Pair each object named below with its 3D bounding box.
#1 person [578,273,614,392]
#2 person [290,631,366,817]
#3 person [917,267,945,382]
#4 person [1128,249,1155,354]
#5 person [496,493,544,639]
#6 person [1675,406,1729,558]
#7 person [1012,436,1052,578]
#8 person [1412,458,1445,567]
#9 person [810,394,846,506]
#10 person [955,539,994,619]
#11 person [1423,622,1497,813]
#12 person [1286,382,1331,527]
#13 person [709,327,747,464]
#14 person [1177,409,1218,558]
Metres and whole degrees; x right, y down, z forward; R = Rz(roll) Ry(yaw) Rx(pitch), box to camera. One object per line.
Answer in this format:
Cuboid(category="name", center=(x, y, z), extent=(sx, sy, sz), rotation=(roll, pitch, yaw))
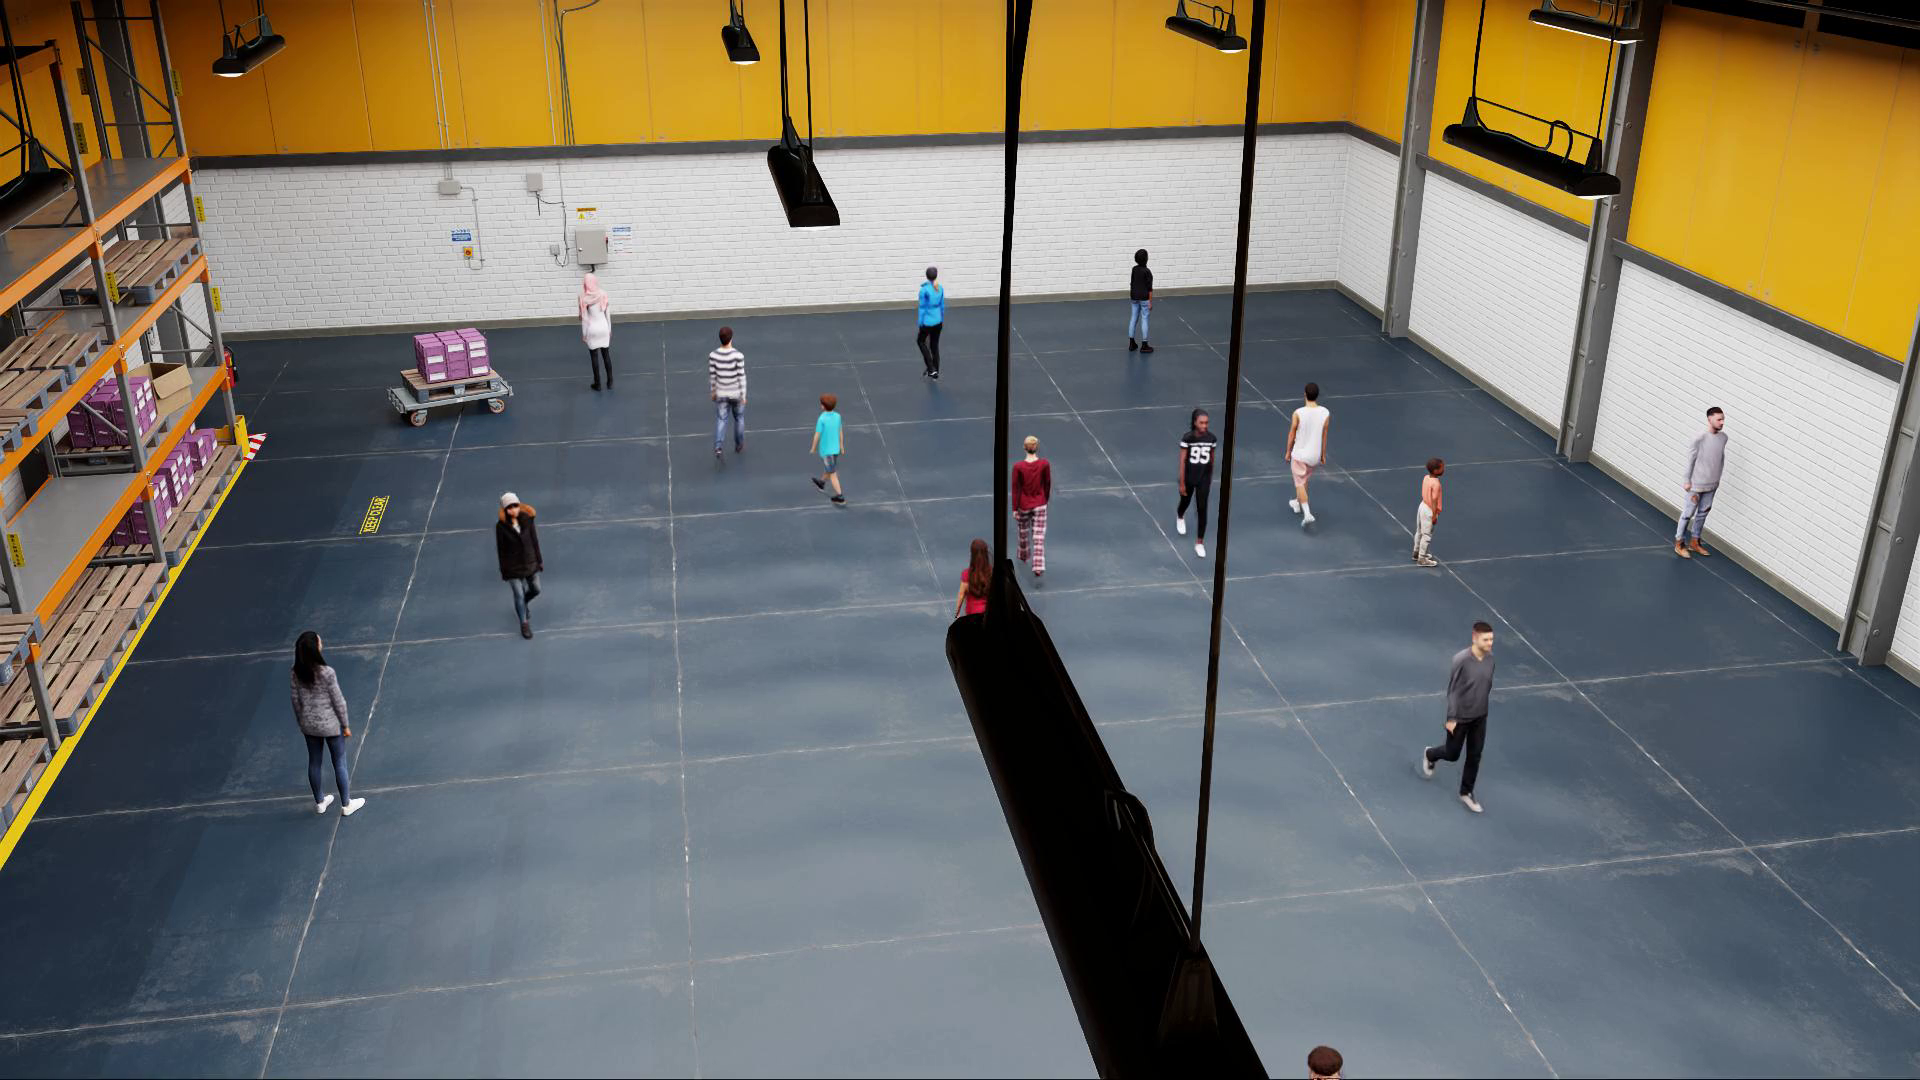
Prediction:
Cuboid(category="person", center=(-5.519, -3.167, 25.265), extent=(0.709, 1.803, 0.701), rotation=(-14, 27, -28))
Cuboid(category="person", center=(-5.556, 1.591, 14.469), extent=(0.686, 1.732, 0.647), rotation=(4, 24, 10))
Cuboid(category="person", center=(-0.404, -3.298, 25.593), extent=(0.714, 1.782, 0.716), rotation=(-13, 27, -27))
Cuboid(category="person", center=(2.943, -3.897, 27.062), extent=(0.651, 1.701, 0.724), rotation=(19, 30, 36))
Cuboid(category="person", center=(-4.701, 0.232, 17.715), extent=(0.771, 1.623, 0.853), rotation=(-15, 28, -30))
Cuboid(category="person", center=(8.741, -0.708, 19.597), extent=(0.695, 1.839, 0.605), rotation=(-7, 24, -15))
Cuboid(category="person", center=(0.844, -0.364, 19.030), extent=(0.690, 1.662, 1.076), rotation=(-1, 24, -3))
Cuboid(category="person", center=(5.462, -0.341, 19.418), extent=(0.551, 1.308, 0.427), rotation=(-2, 24, -4))
Cuboid(category="person", center=(-1.609, -1.127, 21.092), extent=(1.025, 1.408, 0.883), rotation=(21, 31, 39))
Cuboid(category="person", center=(0.209, 0.753, 16.632), extent=(0.633, 1.536, 0.791), rotation=(-10, 25, -21))
Cuboid(category="person", center=(4.418, 1.502, 14.659), extent=(0.753, 1.743, 1.020), rotation=(-9, 25, -21))
Cuboid(category="person", center=(4.267, -1.021, 20.414), extent=(0.633, 1.756, 1.107), rotation=(-4, 24, -9))
Cuboid(category="person", center=(-3.140, -1.934, 22.418), extent=(0.873, 1.824, 1.194), rotation=(3, 24, 6))
Cuboid(category="person", center=(2.773, -0.731, 19.827), extent=(0.675, 1.694, 1.178), rotation=(-2, 24, -4))
